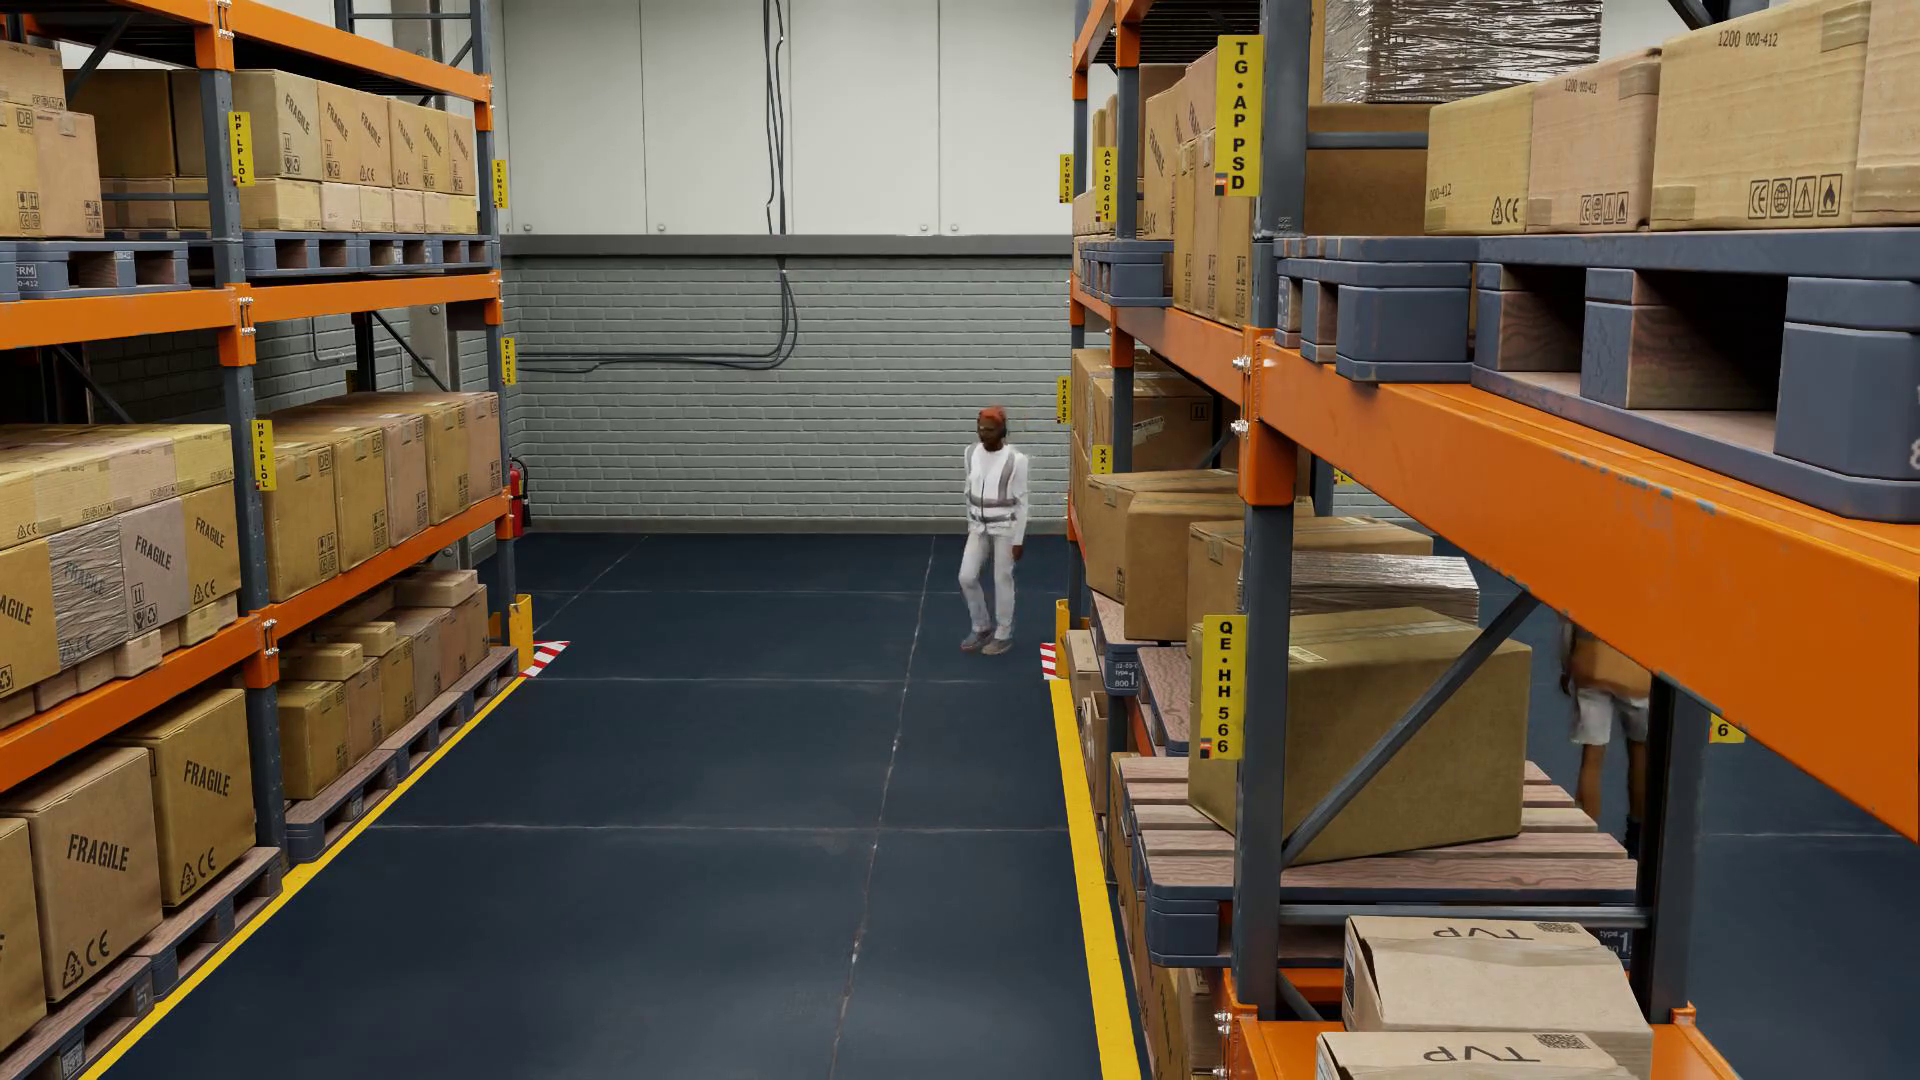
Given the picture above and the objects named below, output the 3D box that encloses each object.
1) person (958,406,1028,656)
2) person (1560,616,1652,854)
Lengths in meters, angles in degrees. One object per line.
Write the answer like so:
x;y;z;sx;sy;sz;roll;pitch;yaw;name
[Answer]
0.245;-0.052;12.215;0.604;1.862;0.521;8;13;37;person
3.225;0.646;8.147;0.564;1.901;0.855;6;12;29;person
